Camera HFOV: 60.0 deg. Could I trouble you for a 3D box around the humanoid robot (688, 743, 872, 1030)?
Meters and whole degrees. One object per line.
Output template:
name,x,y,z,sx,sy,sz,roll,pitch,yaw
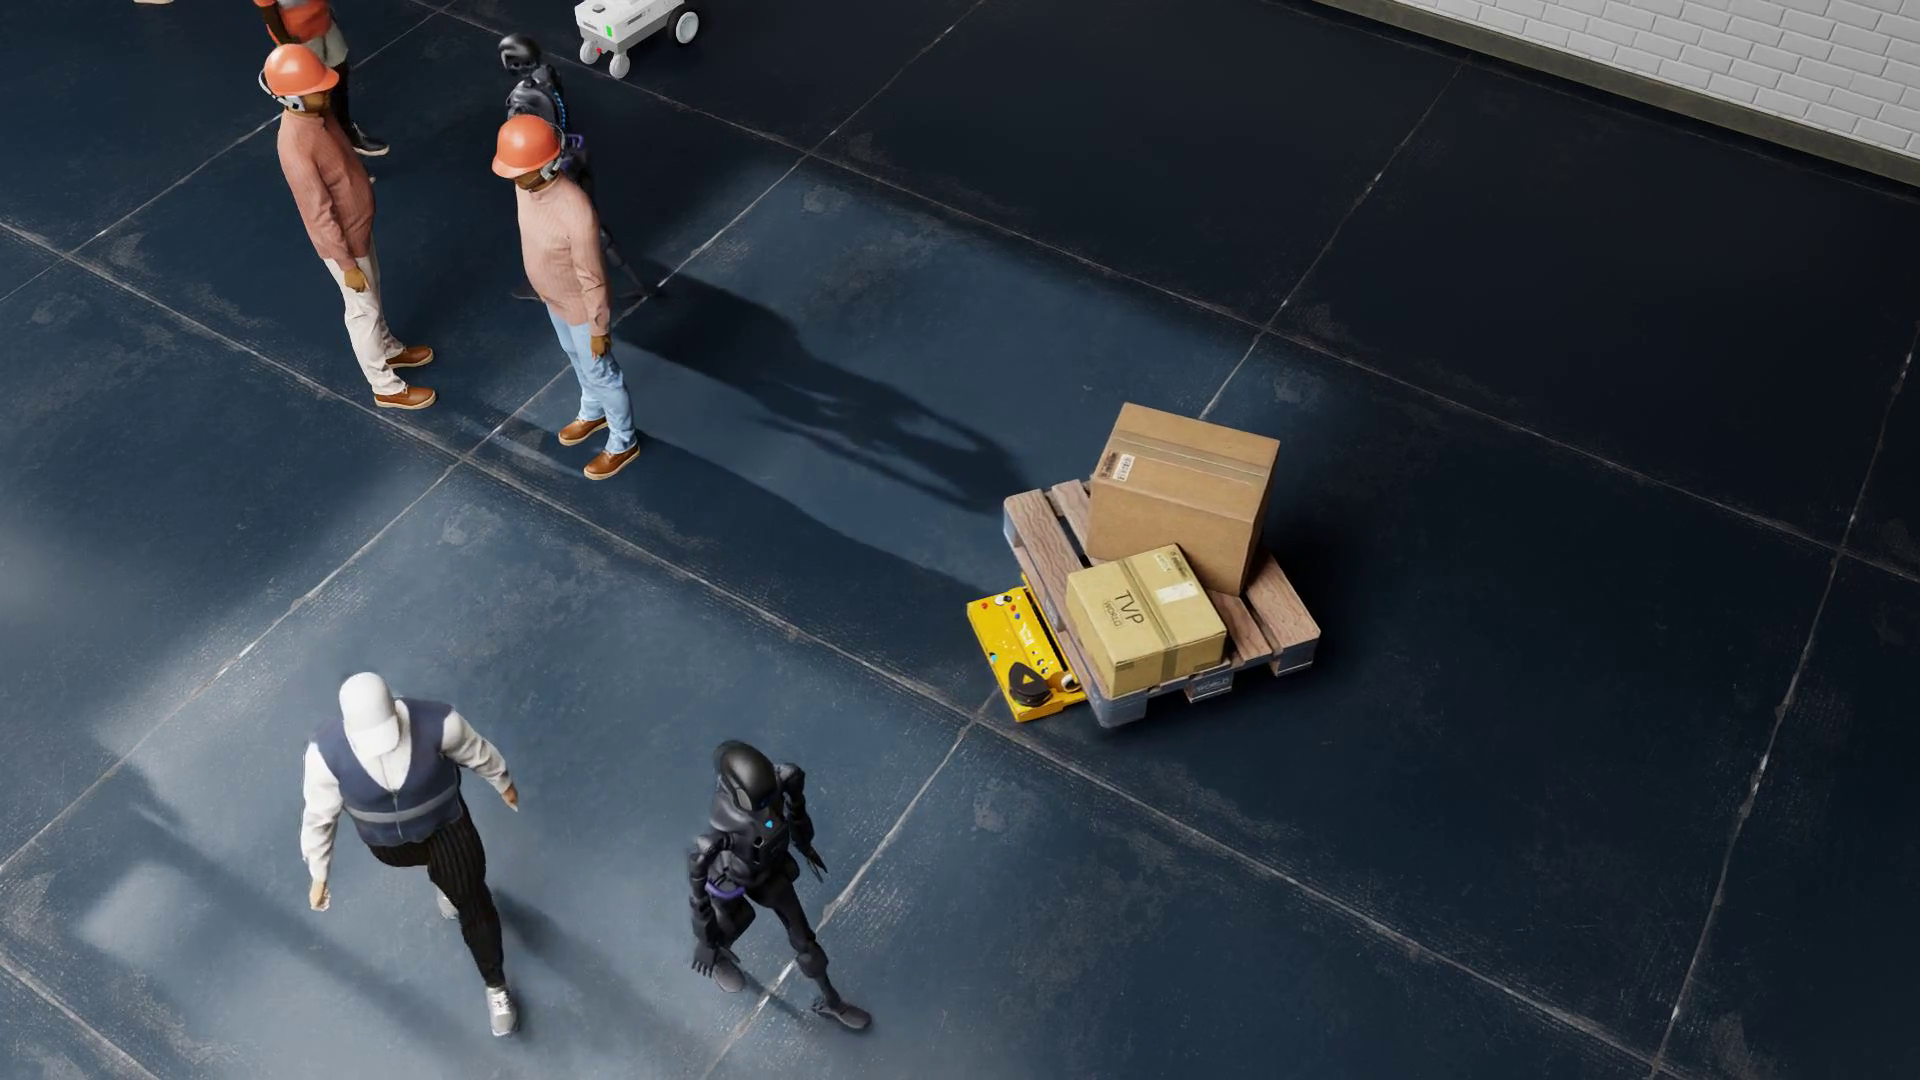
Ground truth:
humanoid robot,-0.707,1.232,5.829,0.786,1.616,0.608,31,56,24

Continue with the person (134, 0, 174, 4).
person,-5.422,-4.282,10.495,0.411,1.879,0.488,-7,49,-6

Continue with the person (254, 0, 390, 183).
person,-3.625,-2.870,9.198,0.385,1.962,0.618,7,49,6

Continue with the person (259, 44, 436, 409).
person,-2.929,-1.478,7.964,0.376,1.995,0.610,-9,49,-8

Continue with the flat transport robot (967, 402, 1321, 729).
flat transport robot,0.809,0.332,7.525,1.431,0.231,0.659,-15,51,-13

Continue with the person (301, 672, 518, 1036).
person,-1.949,1.061,5.929,0.733,1.709,0.925,-12,50,-10

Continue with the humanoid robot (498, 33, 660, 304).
humanoid robot,-2.057,-1.853,8.534,0.801,1.619,0.603,11,50,9

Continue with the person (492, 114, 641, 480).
person,-1.799,-1.112,7.652,0.402,1.986,0.610,-30,55,-24

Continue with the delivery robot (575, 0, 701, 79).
delivery robot,-2.069,-3.340,10.549,0.499,0.601,0.802,30,55,24
